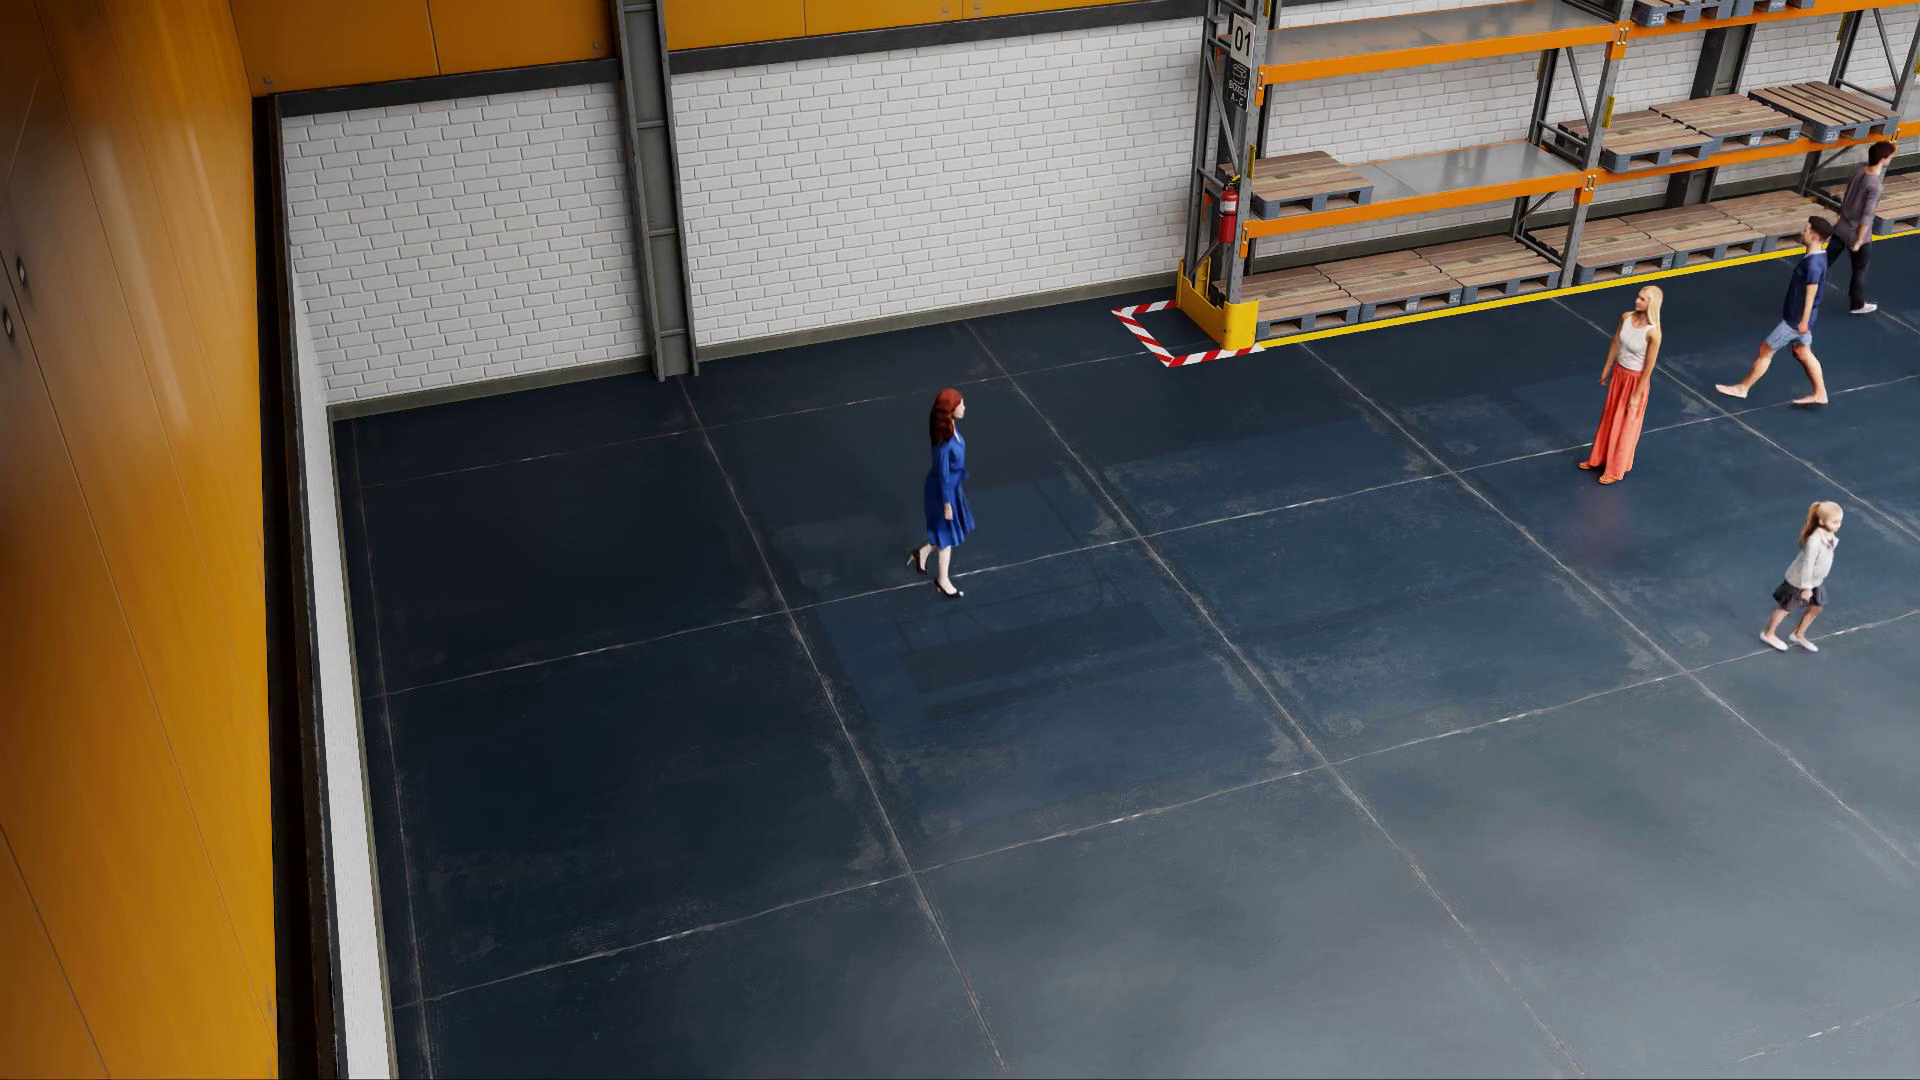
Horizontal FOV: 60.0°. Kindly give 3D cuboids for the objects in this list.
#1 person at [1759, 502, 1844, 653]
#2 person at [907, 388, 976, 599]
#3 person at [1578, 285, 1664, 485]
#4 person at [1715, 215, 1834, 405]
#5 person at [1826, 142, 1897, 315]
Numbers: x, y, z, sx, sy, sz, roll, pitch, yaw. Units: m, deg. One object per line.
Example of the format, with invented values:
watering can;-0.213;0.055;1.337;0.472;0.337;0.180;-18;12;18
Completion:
person;6.120;0.246;12.142;0.603;1.262;0.654;-22;39;-29
person;-0.200;-0.332;12.510;0.902;1.817;0.816;6;34;9
person;5.630;-1.318;14.007;0.561;1.802;0.613;-11;35;-16
person;7.678;-2.000;15.039;1.180;1.795;1.164;16;37;23
person;8.841;-3.082;16.652;1.207;1.812;0.830;-5;34;-7
